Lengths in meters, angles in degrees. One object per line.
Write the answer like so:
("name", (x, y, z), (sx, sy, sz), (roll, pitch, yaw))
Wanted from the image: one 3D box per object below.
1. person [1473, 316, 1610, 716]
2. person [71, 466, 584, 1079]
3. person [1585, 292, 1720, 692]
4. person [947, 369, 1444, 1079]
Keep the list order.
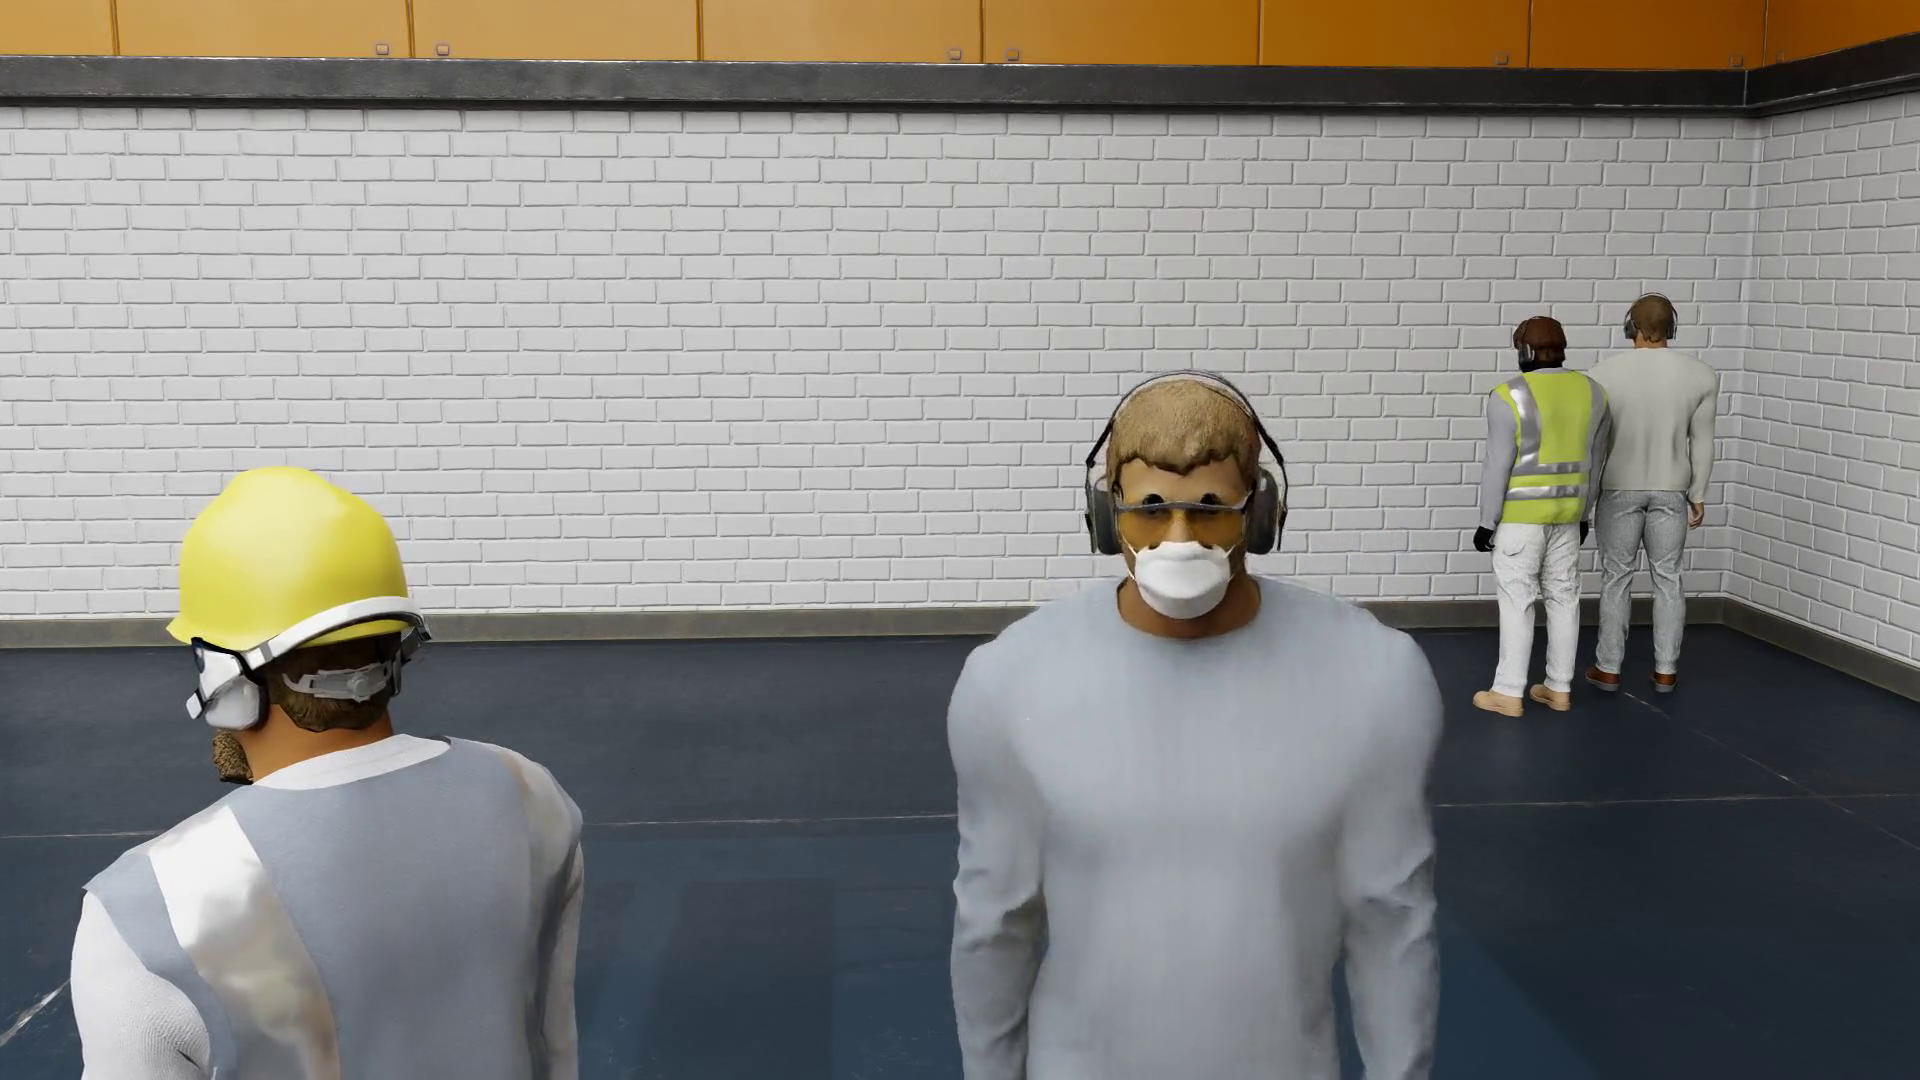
("person", (2.641, -0.105, 7.660), (0.622, 1.838, 0.429), (-3, 10, -19))
("person", (-0.665, 0.832, 1.821), (0.403, 1.826, 0.596), (6, 11, 31))
("person", (3.308, -0.221, 8.066), (0.628, 1.940, 0.373), (1, 9, 9))
("person", (0.297, 0.720, 2.230), (0.627, 1.915, 0.769), (1, 9, 4))
